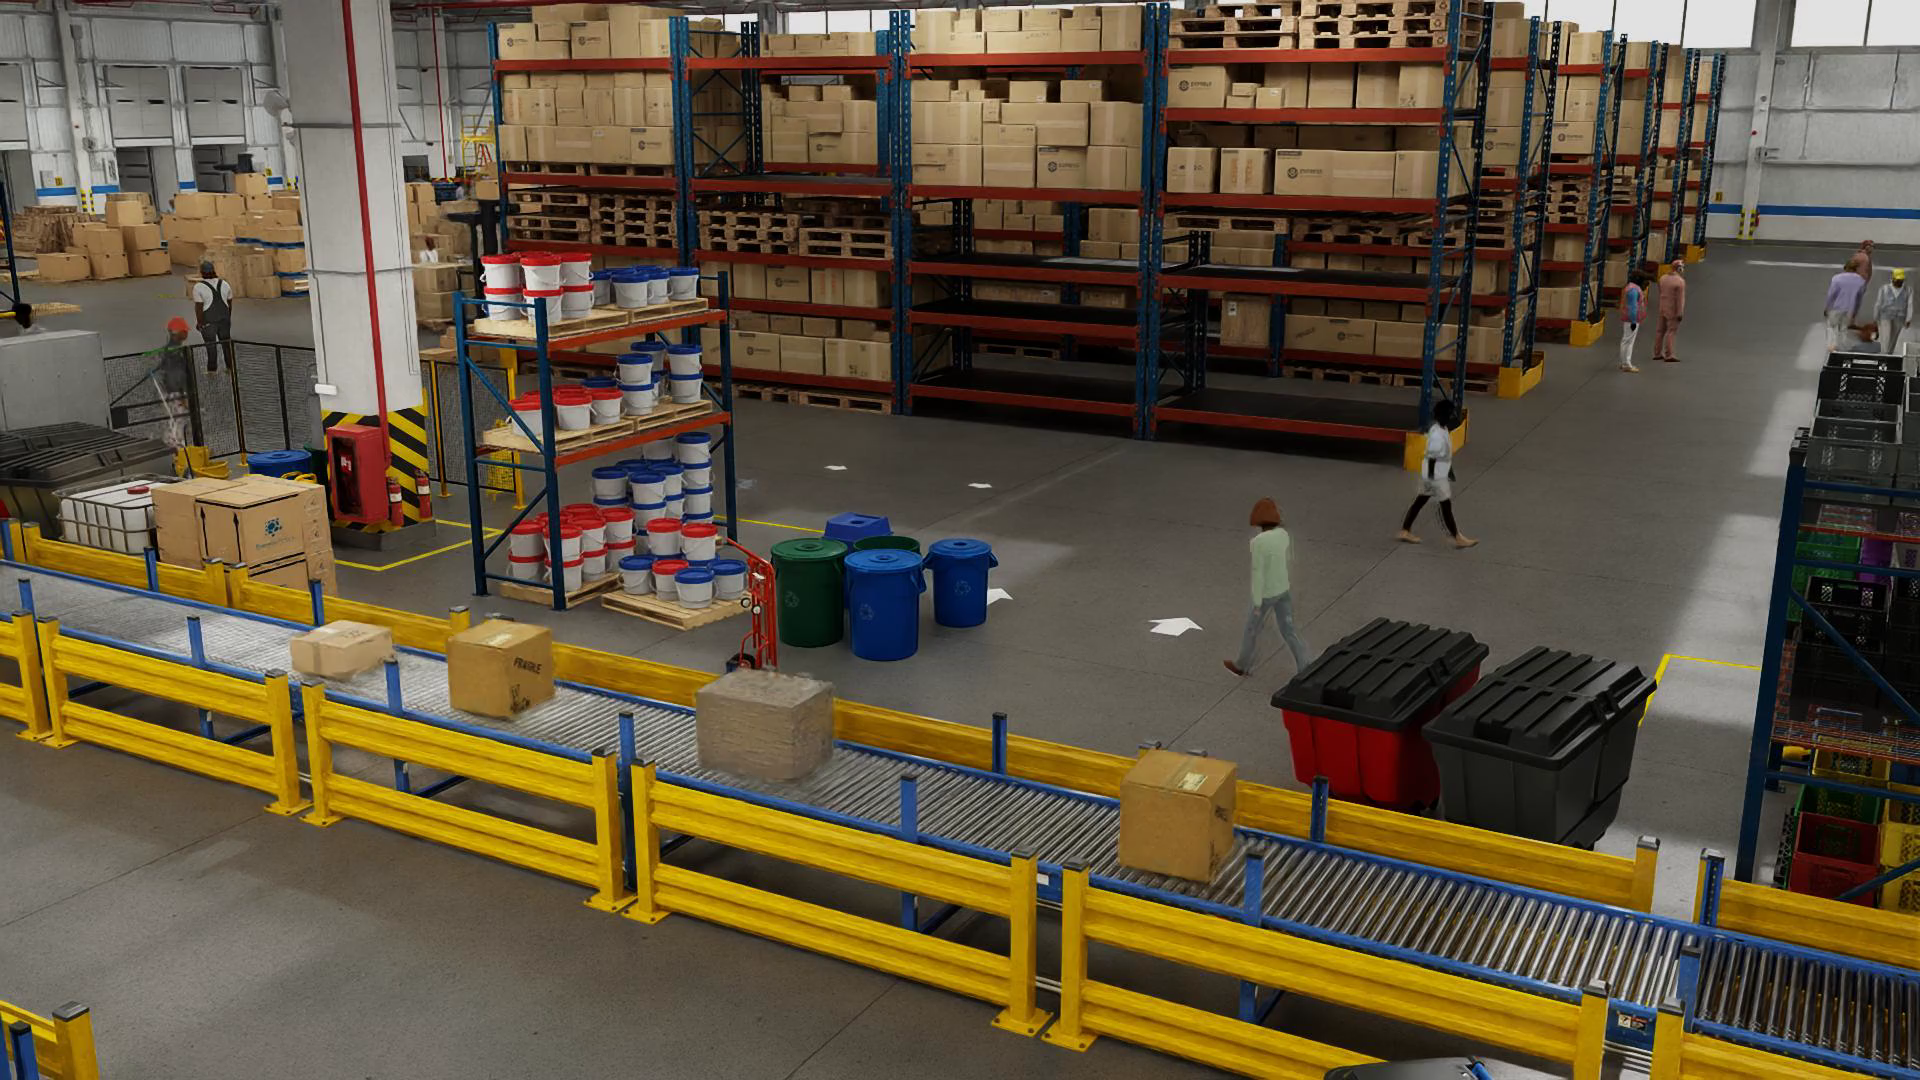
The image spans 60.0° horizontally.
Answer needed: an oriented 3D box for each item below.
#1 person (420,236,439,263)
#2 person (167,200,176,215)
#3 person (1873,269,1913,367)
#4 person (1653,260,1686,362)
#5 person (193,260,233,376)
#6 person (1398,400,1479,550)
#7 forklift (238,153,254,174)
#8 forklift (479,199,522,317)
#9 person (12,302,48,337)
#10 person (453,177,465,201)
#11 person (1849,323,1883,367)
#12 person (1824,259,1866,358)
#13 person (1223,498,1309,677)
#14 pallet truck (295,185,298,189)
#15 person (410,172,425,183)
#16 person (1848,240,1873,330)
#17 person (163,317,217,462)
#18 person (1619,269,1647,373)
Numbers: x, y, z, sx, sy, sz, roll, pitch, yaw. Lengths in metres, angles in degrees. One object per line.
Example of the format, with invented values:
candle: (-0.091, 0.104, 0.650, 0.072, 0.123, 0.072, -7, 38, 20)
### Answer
person: (-11.806, -5.839, 37.023, 0.940, 1.850, 0.579, 6, 16, 21)
person: (-25.559, -10.260, 54.129, 0.544, 1.586, 0.868, 2, 15, 8)
person: (17.162, -4.096, 30.603, 0.601, 1.788, 0.921, 6, 16, 20)
person: (13.294, -4.275, 31.060, 0.400, 1.901, 0.645, -5, 16, -17)
person: (-13.269, -3.934, 29.498, 0.536, 2.000, 0.677, 11, 18, 36)
person: (5.242, -0.718, 18.141, 0.873, 1.643, 0.545, 5, 16, 19)
forklift: (-26.170, -12.804, 61.235, 1.873, 2.768, 1.129, -3, 15, -10)
forklift: (-9.350, -5.627, 34.252, 1.873, 2.768, 1.129, 8, 17, 28)
person: (-13.586, -2.547, 24.497, 0.610, 1.936, 0.871, 5, 16, 18)
person: (-18.759, -12.713, 62.739, 0.687, 1.920, 0.551, -8, 17, -27)
person: (13.410, -2.438, 24.730, 0.506, 1.592, 0.845, -5, 16, -18)
person: (16.537, -4.290, 31.122, 0.669, 1.896, 0.454, 2, 15, 8)
person: (2.608, 0.457, 13.876, 0.542, 1.584, 0.873, -12, 19, -38)
pallet truck: (-26.804, -14.617, 69.738, 1.885, 1.965, 0.823, -14, 20, -42)
person: (-21.785, -13.856, 67.039, 0.760, 1.915, 0.634, 14, 20, 42)
person: (19.205, -5.446, 35.468, 0.397, 1.898, 0.644, 4, 15, 14)
person: (-10.424, -2.032, 22.475, 0.727, 1.965, 0.665, -5, 16, -17)
person: (12.108, -3.945, 29.923, 0.429, 1.844, 0.626, 4, 15, 16)
